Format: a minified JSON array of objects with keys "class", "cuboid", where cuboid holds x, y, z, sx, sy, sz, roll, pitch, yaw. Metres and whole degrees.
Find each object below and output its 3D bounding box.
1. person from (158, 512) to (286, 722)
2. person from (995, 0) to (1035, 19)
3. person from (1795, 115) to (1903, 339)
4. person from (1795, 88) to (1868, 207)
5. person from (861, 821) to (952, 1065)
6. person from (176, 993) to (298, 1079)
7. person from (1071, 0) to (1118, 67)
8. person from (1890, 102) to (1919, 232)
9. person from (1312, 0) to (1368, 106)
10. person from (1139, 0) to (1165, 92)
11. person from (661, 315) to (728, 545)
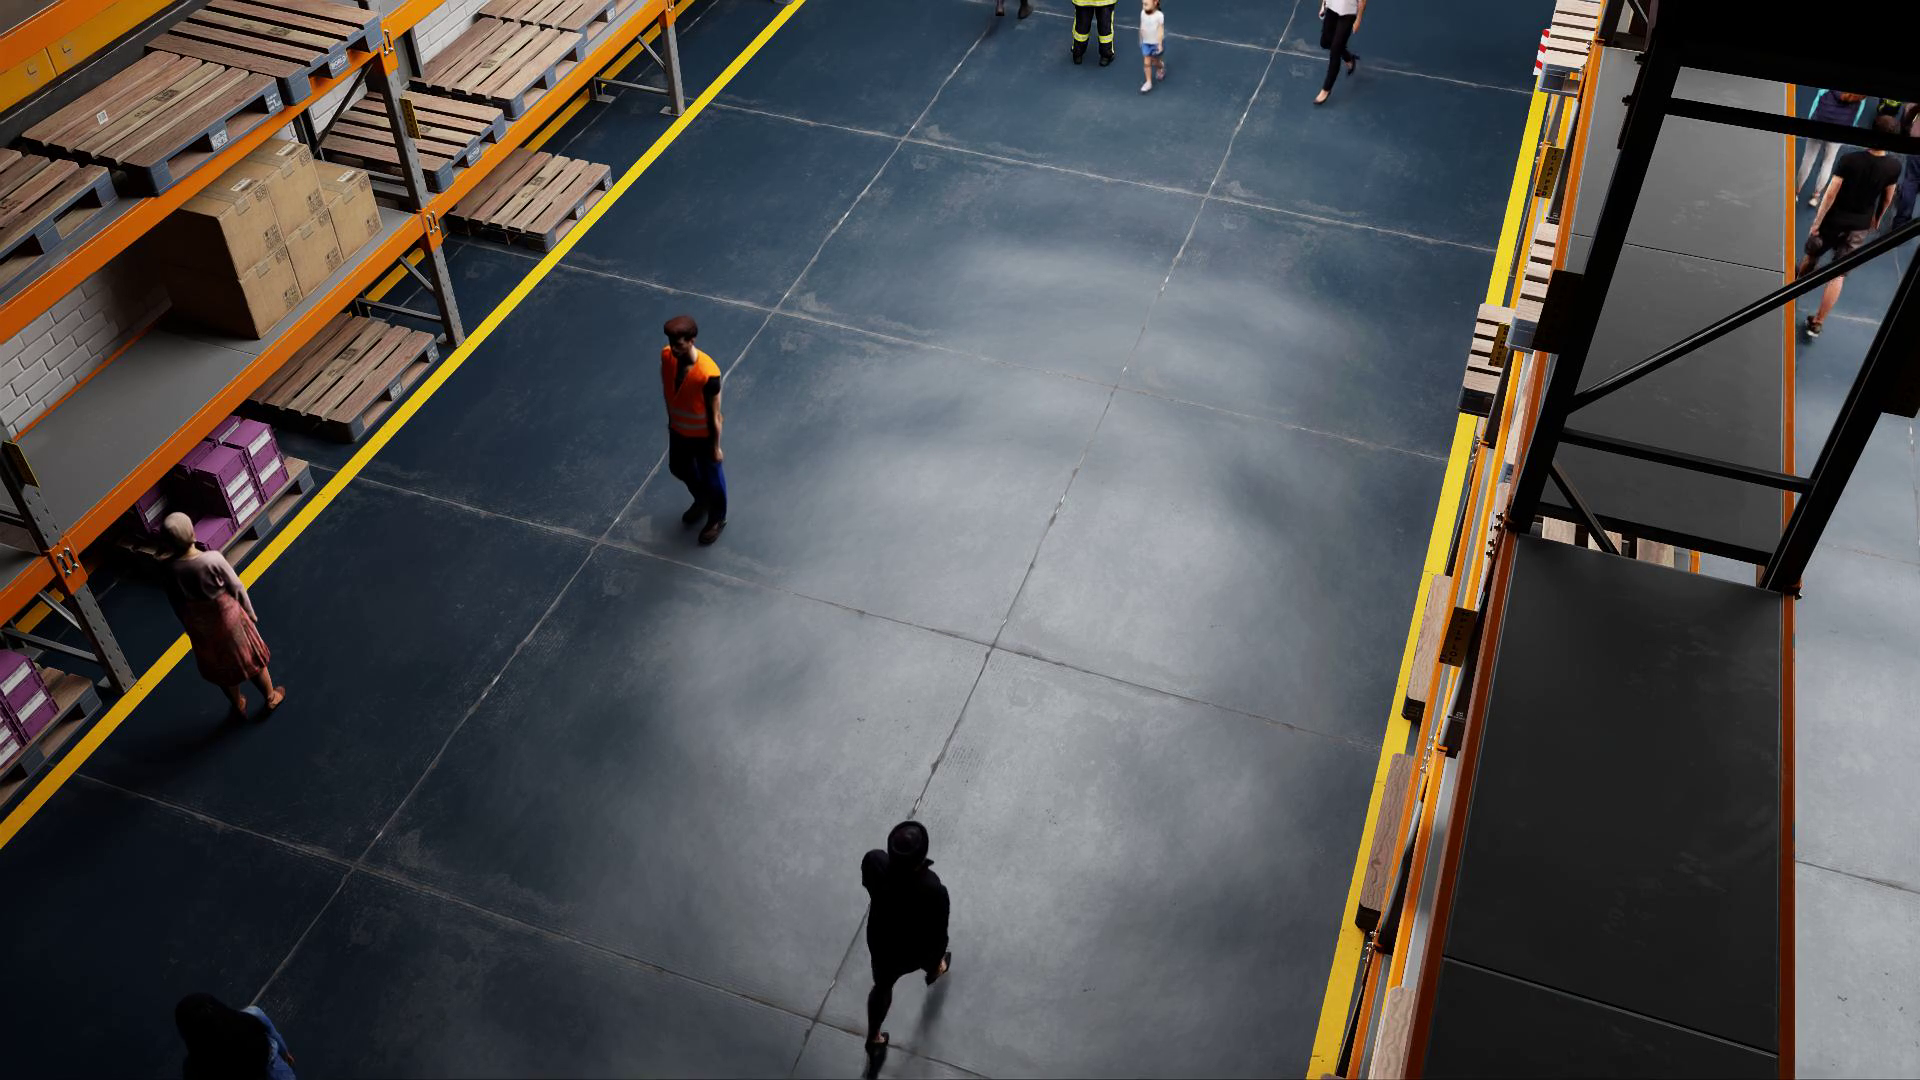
[{"class":"person","cuboid":[-4.584,0.492,10.267,0.686,1.692,0.725,-11,45,-11]},{"class":"person","cuboid":[0.585,-6.180,17.245,0.645,1.726,0.881,19,47,19]},{"class":"person","cuboid":[7.074,-2.471,13.290,0.763,1.813,1.222,10,45,11]},{"class":"person","cuboid":[7.743,-3.682,14.787,0.584,1.501,0.597,11,45,11]},{"class":"person","cuboid":[-0.346,2.096,8.624,0.768,1.635,1.072,20,47,19]},{"class":"person","cuboid":[-3.303,2.704,7.949,0.934,1.685,1.074,33,53,30]},{"class":"person","cuboid":[1.353,-5.640,16.586,0.787,1.853,0.726,8,44,9]},{"class":"person","cuboid":[8.403,-3.444,14.319,0.762,1.802,1.137,13,45,14]},{"class":"person","cuboid":[3.748,-5.090,16.065,1.043,1.777,0.906,-29,51,-27]},{"class":"person","cuboid":[1.934,-4.966,16.496,0.513,1.003,0.650,24,49,23]},{"class":"person","cuboid":[-1.813,-0.812,11.499,0.794,1.880,0.769,29,51,27]}]
